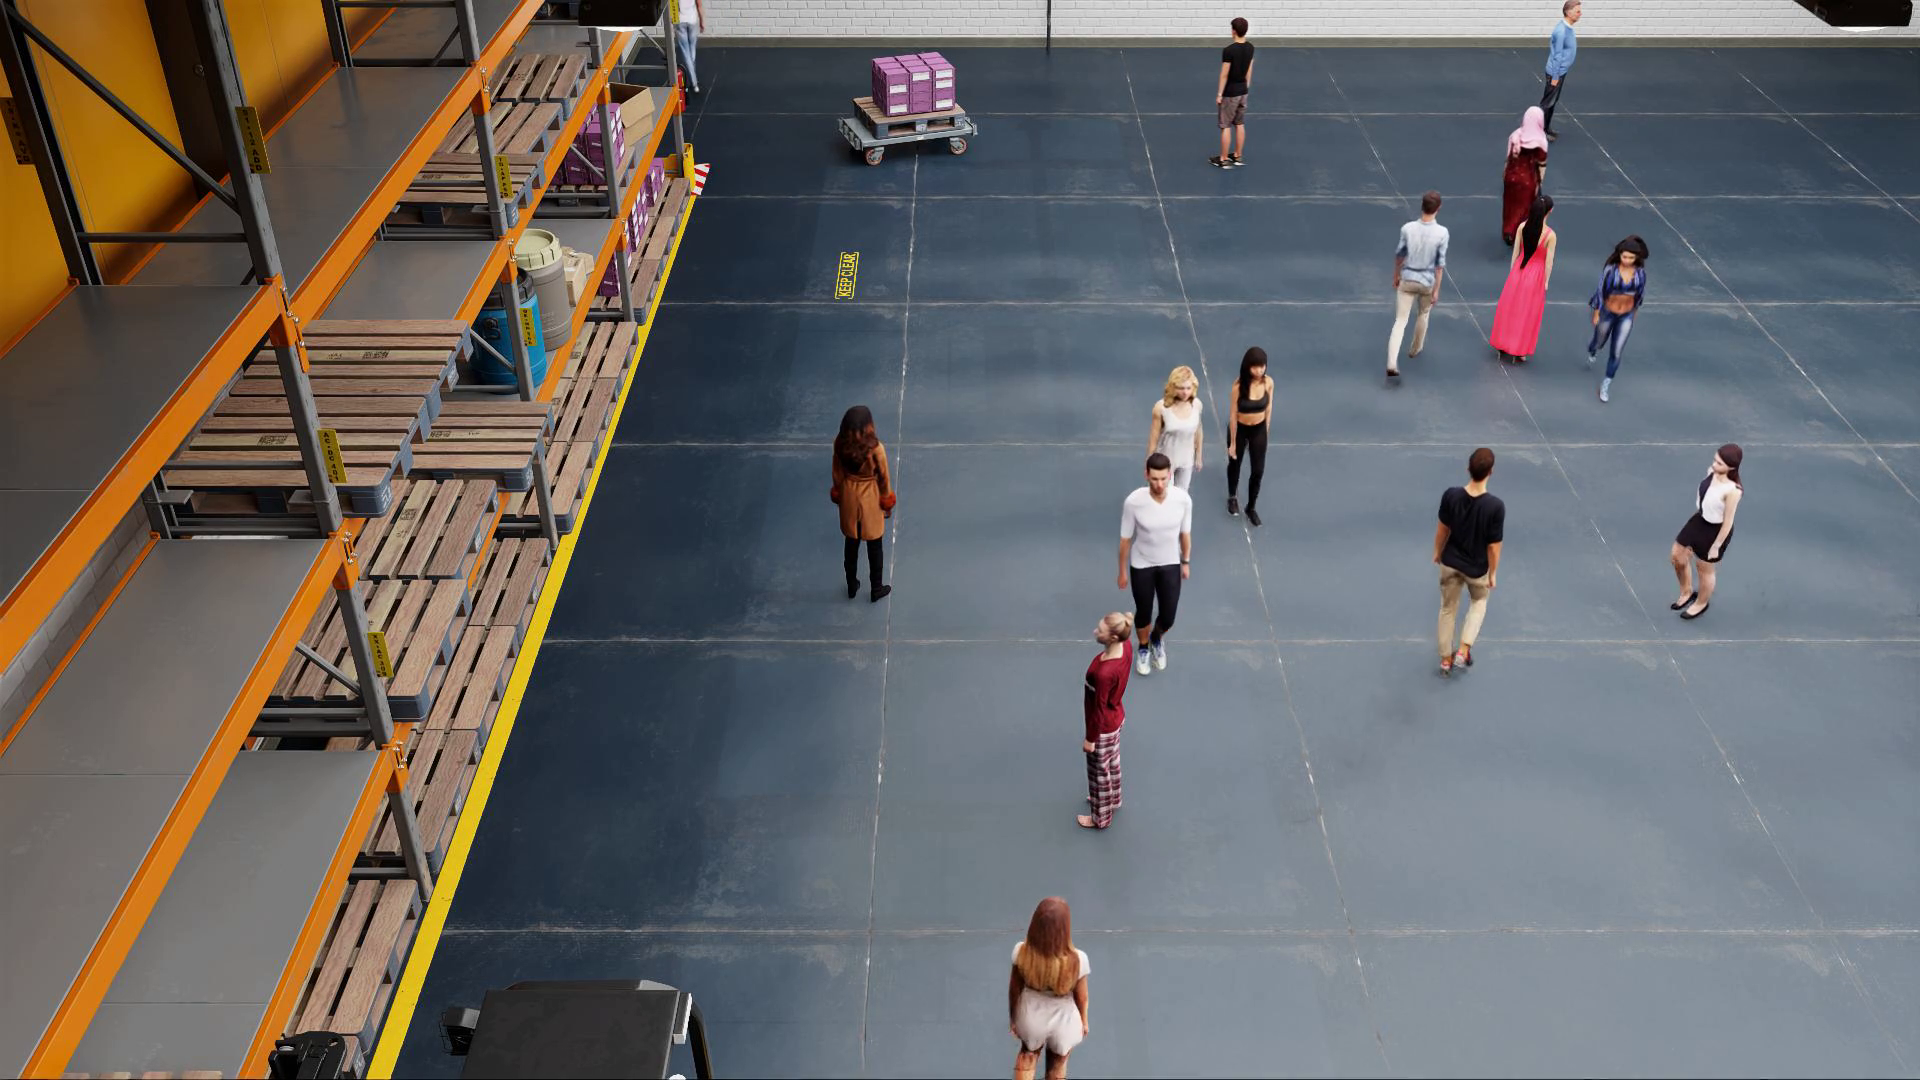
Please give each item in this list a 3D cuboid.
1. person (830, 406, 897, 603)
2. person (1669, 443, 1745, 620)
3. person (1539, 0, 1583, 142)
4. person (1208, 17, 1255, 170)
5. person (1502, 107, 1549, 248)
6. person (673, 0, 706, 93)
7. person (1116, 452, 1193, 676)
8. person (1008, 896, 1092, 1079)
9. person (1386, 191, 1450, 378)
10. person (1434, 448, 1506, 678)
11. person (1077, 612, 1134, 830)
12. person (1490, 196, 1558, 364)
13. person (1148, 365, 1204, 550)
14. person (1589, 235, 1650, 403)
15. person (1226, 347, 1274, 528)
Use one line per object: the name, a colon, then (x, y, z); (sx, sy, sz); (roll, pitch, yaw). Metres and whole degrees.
person: (-0.757, -0.288, 12.922); (0.764, 1.720, 0.714); (11, 35, 16)
person: (5.782, -0.054, 12.655); (0.700, 1.626, 0.630); (-6, 34, -9)
person: (7.759, -6.123, 21.617); (0.780, 1.813, 0.656); (16, 37, 22)
person: (3.420, -5.582, 20.760); (0.744, 1.860, 0.778); (-23, 40, -30)
person: (6.277, -4.040, 18.646); (0.895, 1.633, 0.958); (27, 42, 35)
person: (-3.797, -7.160, 23.175); (1.015, 1.816, 1.219); (-17, 37, -23)
person: (1.420, 0.132, 12.184); (0.686, 1.838, 0.596); (0, 34, 1)
person: (0.440, 2.556, 8.680); (0.710, 1.681, 0.859); (10, 35, 15)
person: (4.384, -2.434, 16.066); (1.015, 1.813, 1.304); (14, 36, 21)
person: (3.625, 0.228, 12.042); (0.770, 1.835, 0.780); (19, 38, 27)
person: (0.940, 1.160, 10.774); (0.736, 1.688, 0.570); (13, 36, 18)
person: (5.570, -2.557, 16.333); (0.709, 1.724, 0.764); (27, 42, 35)
person: (1.739, -0.727, 13.639); (0.714, 1.659, 0.780); (-10, 35, -15)
person: (6.222, -2.156, 15.839); (0.735, 1.603, 1.017); (6, 34, 8)
person: (2.381, -0.933, 13.979); (0.579, 1.625, 0.735); (-3, 34, -4)
